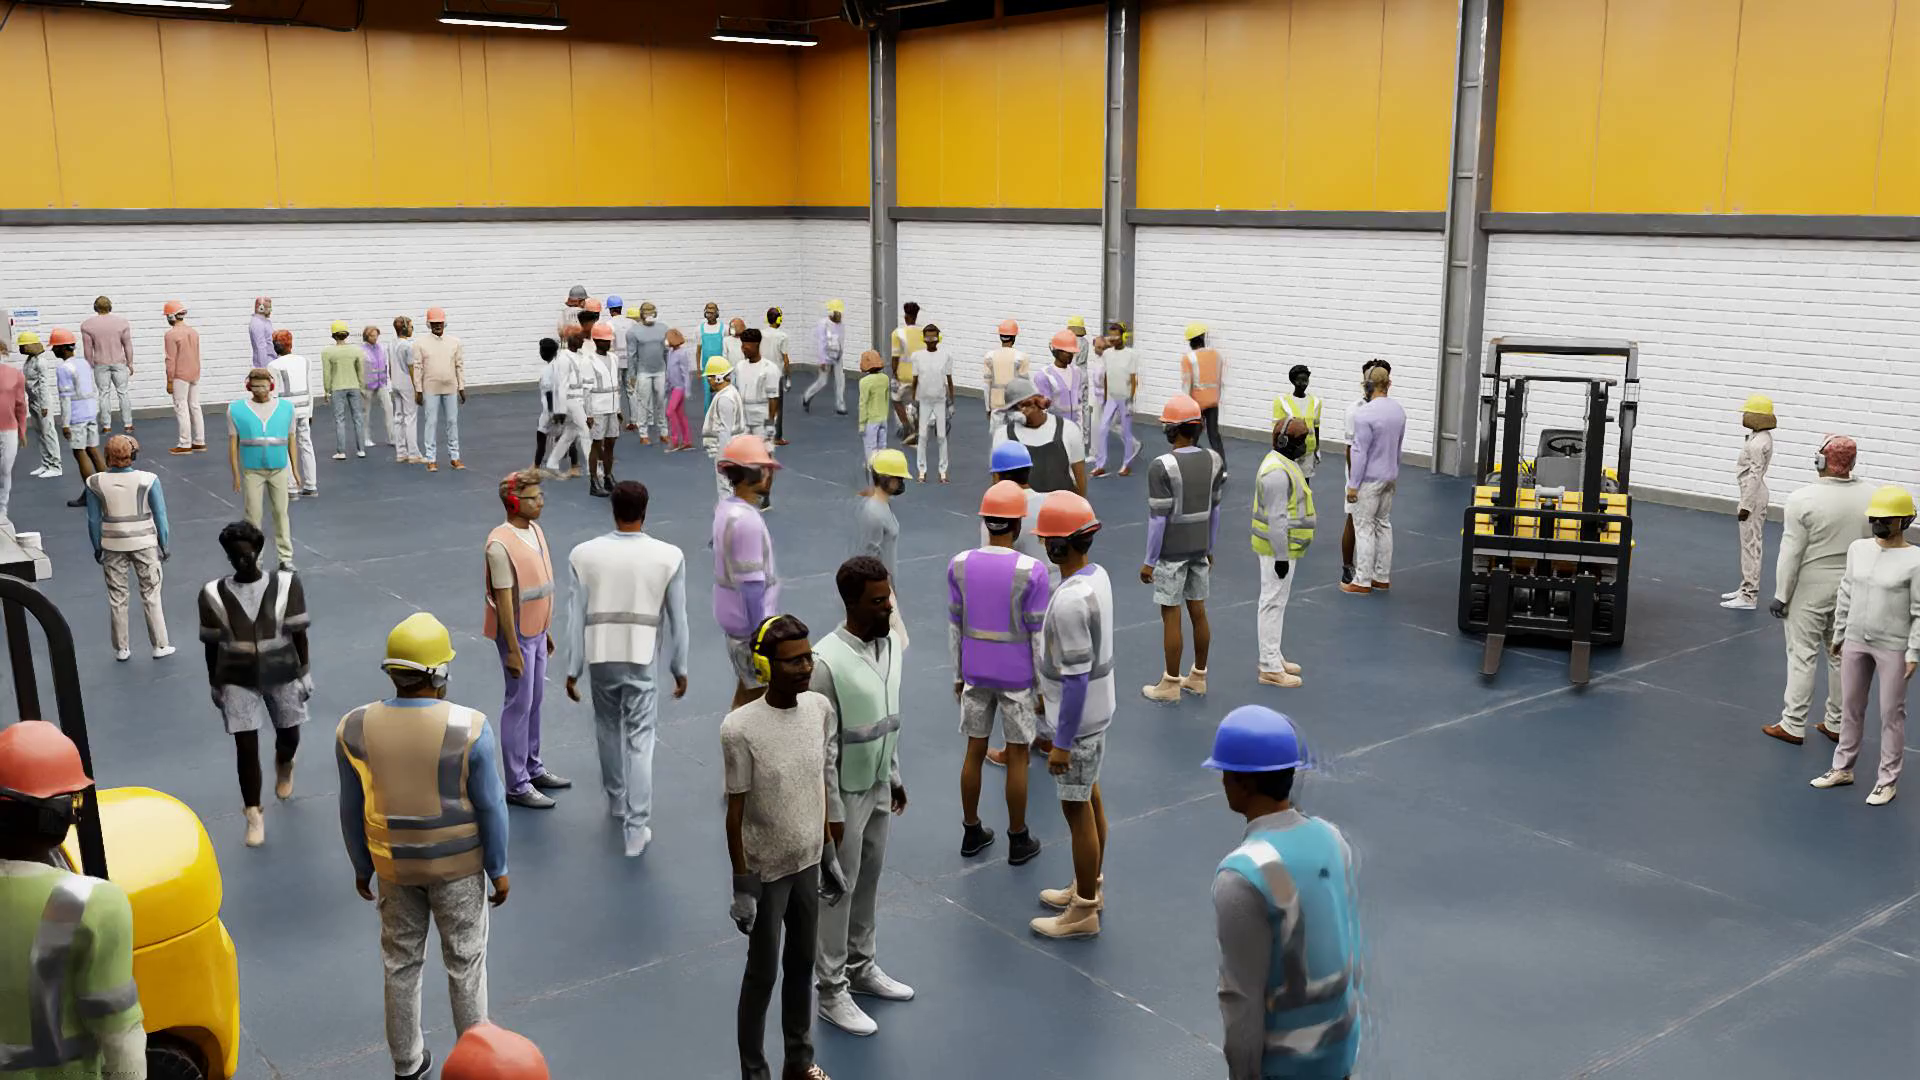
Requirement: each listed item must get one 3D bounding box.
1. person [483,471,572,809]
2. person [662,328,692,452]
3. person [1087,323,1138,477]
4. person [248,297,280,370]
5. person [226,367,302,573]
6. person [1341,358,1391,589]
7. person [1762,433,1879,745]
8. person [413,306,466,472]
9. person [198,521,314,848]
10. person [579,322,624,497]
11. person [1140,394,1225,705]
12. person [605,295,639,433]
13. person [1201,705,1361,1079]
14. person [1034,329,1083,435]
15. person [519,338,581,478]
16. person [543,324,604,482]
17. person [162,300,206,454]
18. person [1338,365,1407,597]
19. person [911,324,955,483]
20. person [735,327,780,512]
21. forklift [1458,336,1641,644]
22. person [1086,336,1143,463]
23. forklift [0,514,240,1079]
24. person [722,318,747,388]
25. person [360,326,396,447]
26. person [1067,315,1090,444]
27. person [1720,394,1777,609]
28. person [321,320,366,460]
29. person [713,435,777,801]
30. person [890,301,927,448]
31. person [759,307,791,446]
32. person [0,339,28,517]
[{"bbox_3d":[-2.399,0.534,9.124,0.389,1.849,0.567,1,12,3],"label":"person"},{"bbox_3d":[-3.760,-1.945,21.670,0.602,1.608,0.525,-7,14,-30],"label":"person"},{"bbox_3d":[1.828,-1.626,19.594,0.517,1.841,0.828,8,14,33],"label":"person"},{"bbox_3d":[-9.842,-2.496,23.624,0.410,1.905,0.641,-4,13,-21],"label":"person"},{"bbox_3d":[-6.110,-0.598,14.638,0.584,1.845,0.405,-7,14,-31],"label":"person"},{"bbox_3d":[3.475,-0.562,14.127,0.600,1.967,0.369,-11,16,-42],"label":"person"},{"bbox_3d":[5.231,0.303,10.099,0.642,1.909,0.410,-1,12,-6],"label":"person"},{"bbox_3d":[-6.312,-1.834,20.204,0.612,1.995,0.382,-7,14,-31],"label":"person"},{"bbox_3d":[-3.682,0.704,8.729,0.538,1.673,0.691,-5,13,-23],"label":"person"},{"bbox_3d":[-3.949,-1.454,18.507,0.363,1.935,0.553,6,13,29],"label":"person"},{"bbox_3d":[1.435,0.063,10.925,0.605,2.045,0.377,-8,14,-35],"label":"person"},{"bbox_3d":[-4.795,-2.471,23.424,0.604,1.939,0.416,-10,15,-40],"label":"person"},{"bbox_3d":[0.934,1.427,4.670,0.677,1.909,0.631,9,15,38],"label":"person"},{"bbox_3d":[1.003,-1.058,16.388,0.611,2.030,0.410,-11,16,-42],"label":"person"},{"bbox_3d":[-4.858,-1.543,19.602,0.794,1.666,0.547,3,12,15],"label":"person"},{"bbox_3d":[-4.516,-1.578,19.378,0.896,1.864,0.621,0,12,0],"label":"person"},{"bbox_3d":[-10.077,-2.105,21.555,0.412,1.982,0.622,2,12,10],"label":"person"},{"bbox_3d":[3.457,-0.492,13.898,0.635,1.928,0.384,-11,16,-42],"label":"person"},{"bbox_3d":[-0.319,-1.583,19.337,0.506,1.859,0.332,0,12,1],"label":"person"},{"bbox_3d":[-2.162,-1.269,17.582,0.619,1.955,0.382,8,14,35],"label":"person"},{"bbox_3d":[4.683,-0.471,13.136,1.214,2.155,2.313,4,12,20],"label":"forklift"},{"bbox_3d":[1.905,-1.755,20.789,0.717,1.607,0.538,-4,13,-20],"label":"person"},{"bbox_3d":[-3.687,1.115,5.480,2.313,2.155,1.214,-9,15,-36],"label":"forklift"},{"bbox_3d":[-3.104,-2.308,23.369,0.502,1.631,0.284,3,12,14],"label":"person"},{"bbox_3d":[-7.711,-2.015,22.006,0.767,1.604,0.541,7,14,31],"label":"person"},{"bbox_3d":[1.551,-2.130,22.244,0.306,1.745,0.483,7,14,30],"label":"person"},{"bbox_3d":[6.392,-0.313,13.469,0.294,1.744,0.486,6,13,27],"label":"person"},{"bbox_3d":[-7.803,-1.899,21.074,0.525,1.769,0.315,-9,15,-38],"label":"person"},{"bbox_3d":[-1.166,0.451,9.128,0.362,2.021,0.658,-3,12,-16],"label":"person"},{"bbox_3d":[-0.659,-2.181,21.988,0.628,1.945,0.430,-6,13,-28],"label":"person"},{"bbox_3d":[-2.490,-2.176,22.208,0.526,1.856,0.344,5,13,21],"label":"person"},{"bbox_3d":[-9.805,-1.105,16.898,0.632,1.910,0.585,-11,16,-42],"label":"person"}]
